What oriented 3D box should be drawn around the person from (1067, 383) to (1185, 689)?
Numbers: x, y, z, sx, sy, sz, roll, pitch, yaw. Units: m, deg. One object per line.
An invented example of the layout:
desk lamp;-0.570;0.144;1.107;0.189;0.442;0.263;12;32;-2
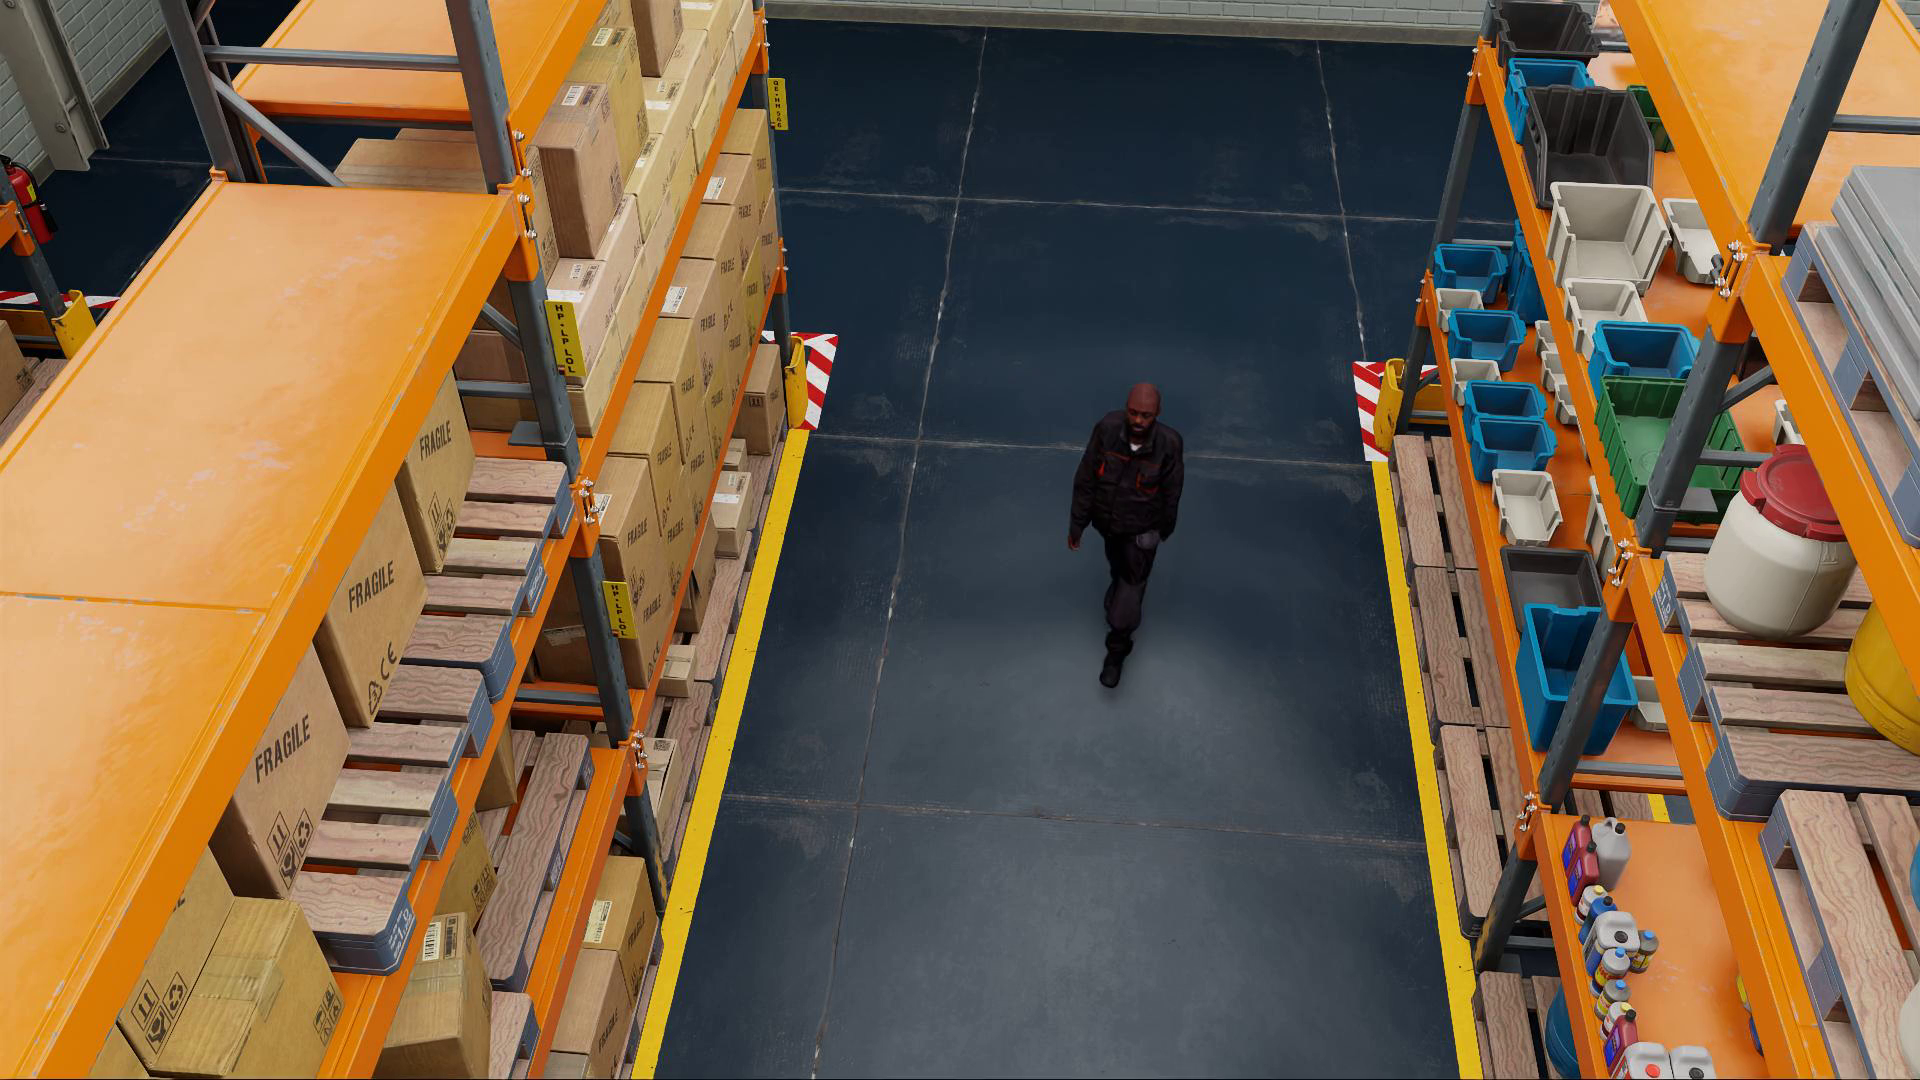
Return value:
person;0.933;-0.195;9.112;0.966;1.783;1.319;16;45;16
